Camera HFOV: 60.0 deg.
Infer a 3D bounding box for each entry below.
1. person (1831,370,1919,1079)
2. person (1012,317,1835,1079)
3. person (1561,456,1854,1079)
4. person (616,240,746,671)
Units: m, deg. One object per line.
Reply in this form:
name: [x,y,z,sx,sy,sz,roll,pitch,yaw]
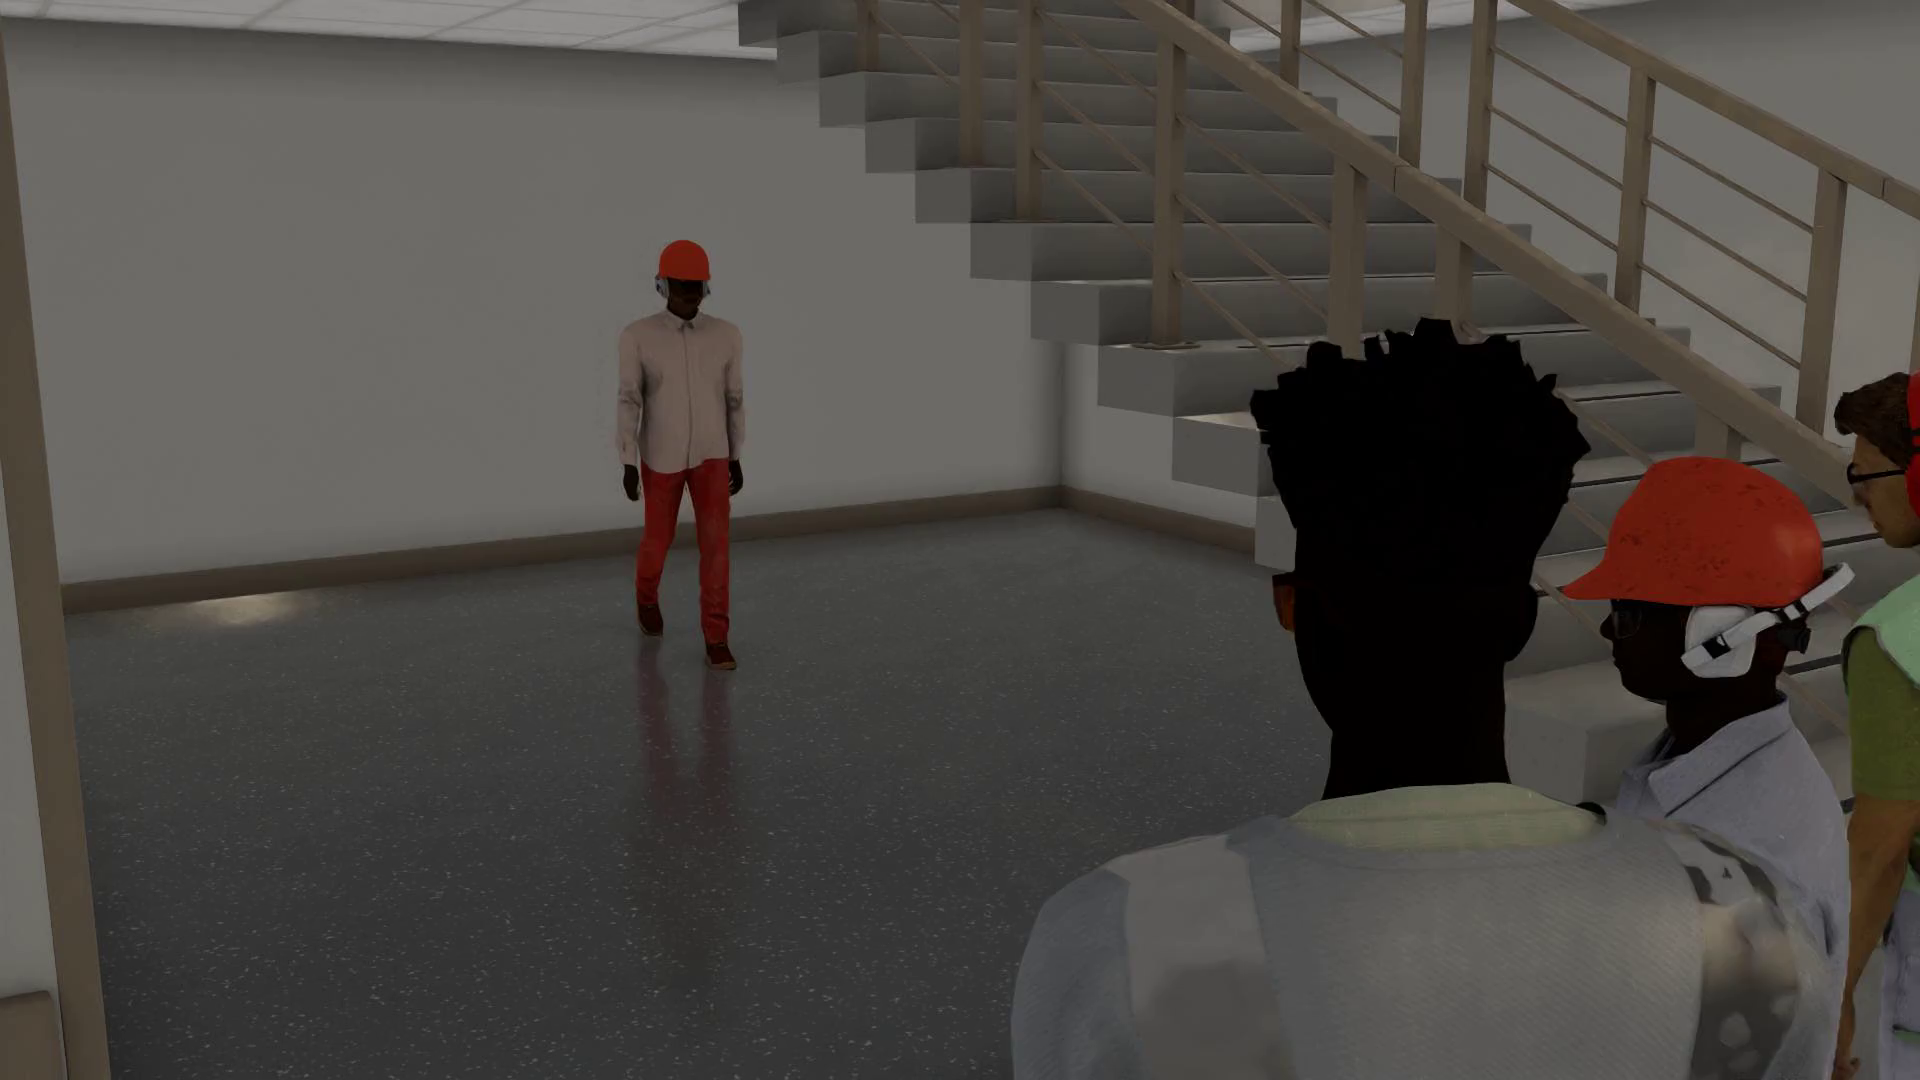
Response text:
person: [1.568,0.640,2.581,0.653,1.808,0.462,-6,12,-30]
person: [0.324,0.814,1.305,0.610,1.954,0.387,-2,11,-10]
person: [0.875,0.767,2.066,0.332,1.750,0.573,3,11,17]
person: [-1.324,-0.425,7.818,0.629,1.959,0.974,-5,12,-24]
